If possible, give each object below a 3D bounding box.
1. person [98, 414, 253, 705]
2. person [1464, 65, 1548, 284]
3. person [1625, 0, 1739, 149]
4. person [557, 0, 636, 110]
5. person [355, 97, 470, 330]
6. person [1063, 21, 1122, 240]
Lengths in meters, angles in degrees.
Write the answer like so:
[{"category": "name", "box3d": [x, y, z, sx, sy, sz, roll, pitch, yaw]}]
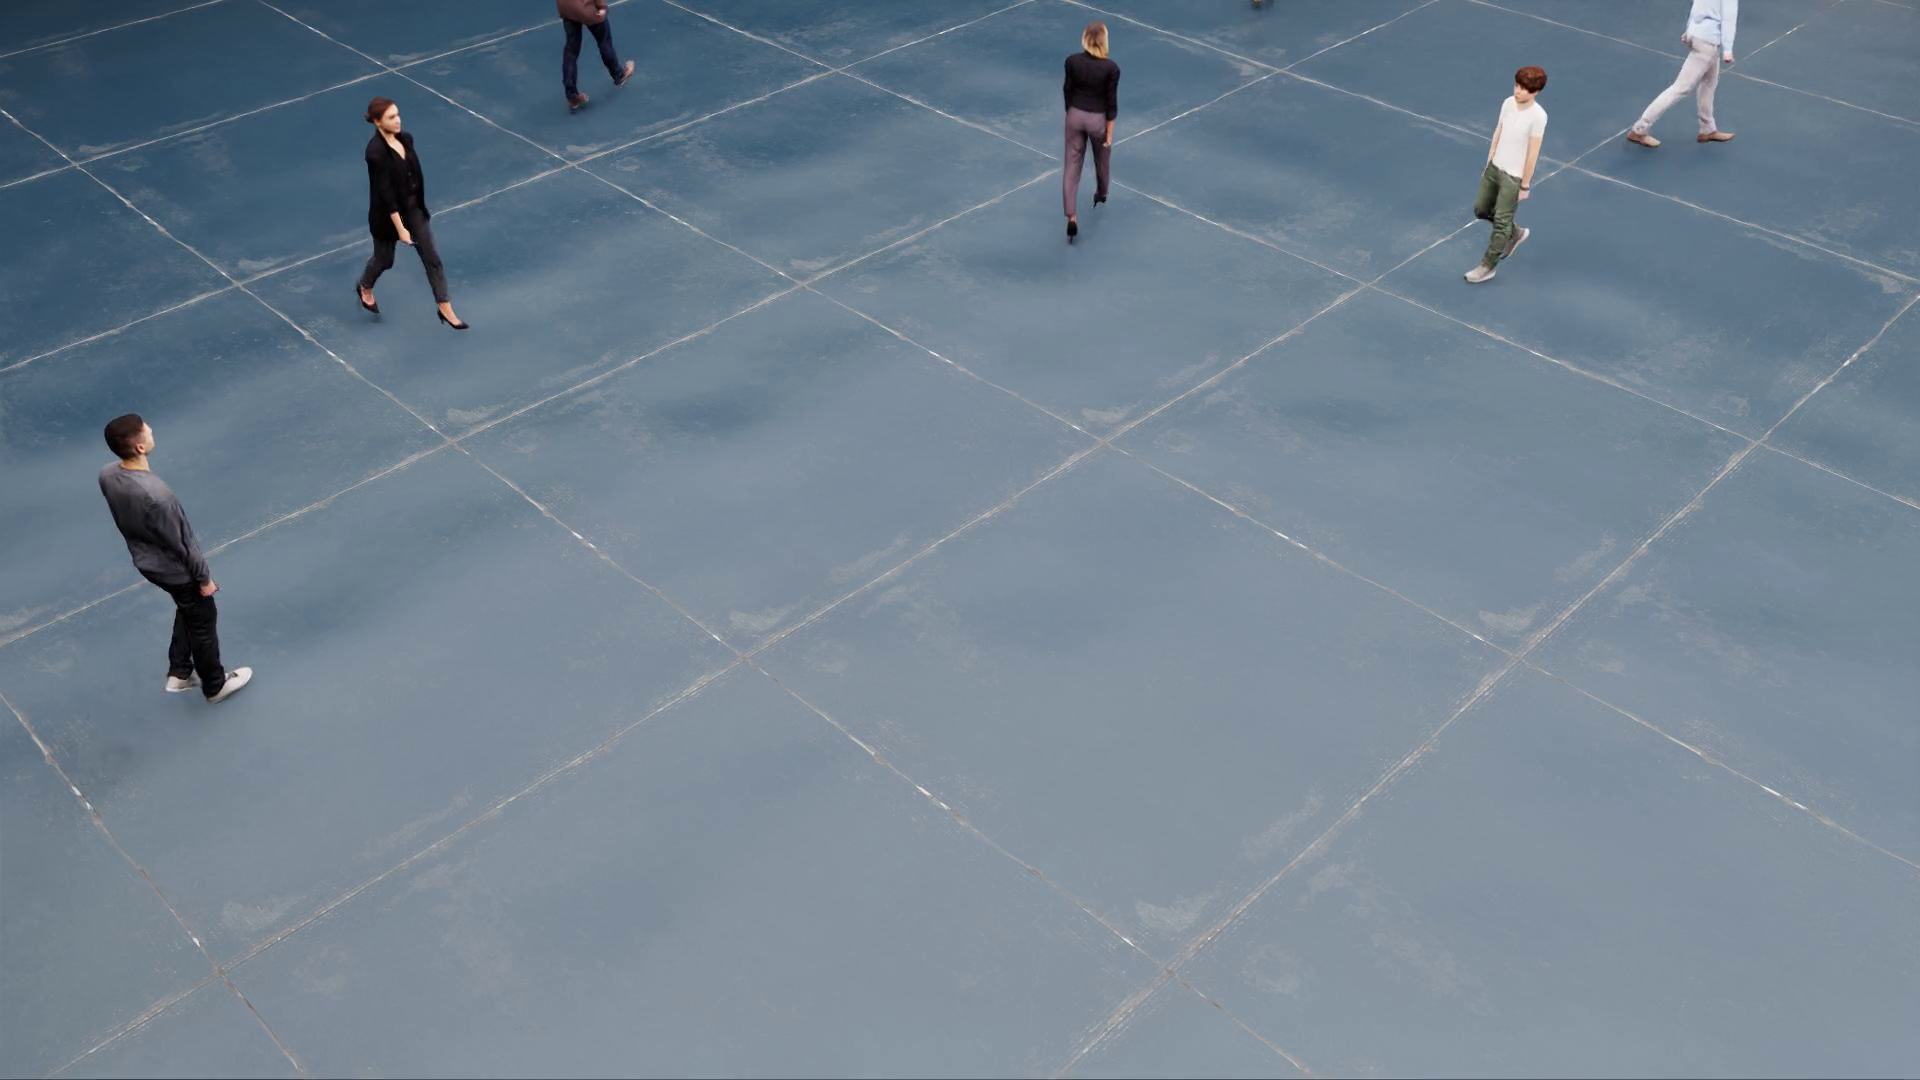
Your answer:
[{"category": "person", "box3d": [-3.994, 0.169, 8.293, 0.707, 1.756, 0.738, 18, 41, 22]}, {"category": "person", "box3d": [4.057, -2.682, 12.131, 0.888, 1.649, 0.709, -19, 41, -23]}, {"category": "person", "box3d": [6.116, -4.121, 13.858, 1.272, 1.850, 1.202, -1, 37, -1]}, {"category": "person", "box3d": [-3.392, -4.691, 14.652, 1.028, 1.796, 1.251, 15, 40, 19]}, {"category": "person", "box3d": [-3.960, -2.221, 11.501, 0.990, 1.678, 1.152, 14, 39, 17]}, {"category": "person", "box3d": [0.946, -3.074, 12.657, 0.904, 1.638, 1.087, 9, 38, 12]}]
